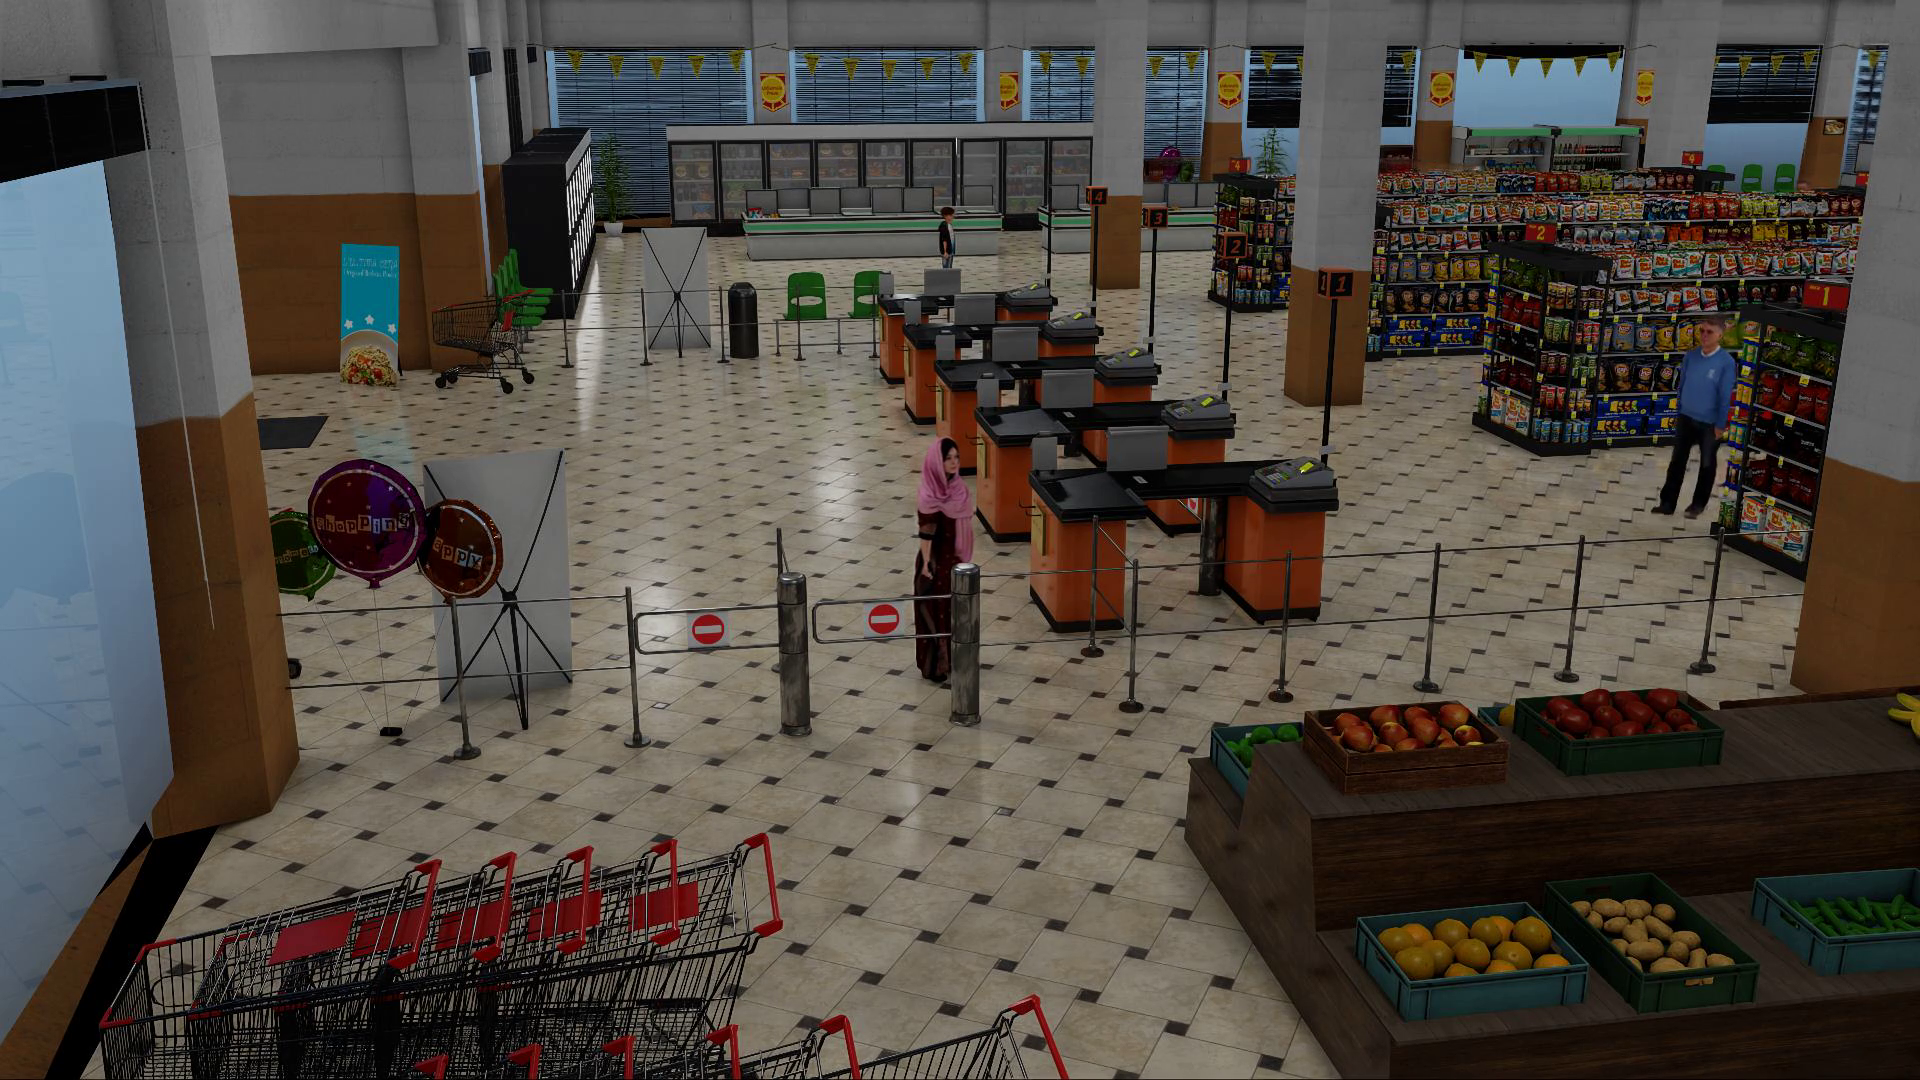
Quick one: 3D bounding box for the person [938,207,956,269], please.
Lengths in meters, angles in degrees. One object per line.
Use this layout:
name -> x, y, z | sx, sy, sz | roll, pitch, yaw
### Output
person -> -0.204, -4.736, 27.275 | 0.633, 1.447, 0.612 | 4, 17, 13

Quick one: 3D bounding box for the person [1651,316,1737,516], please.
person -> 6.594, -1.093, 14.677 | 1.092, 1.795, 0.969 | -14, 22, -39

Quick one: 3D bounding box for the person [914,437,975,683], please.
person -> -0.113, 0.113, 10.975 | 0.819, 1.639, 0.750 | 12, 21, 35
